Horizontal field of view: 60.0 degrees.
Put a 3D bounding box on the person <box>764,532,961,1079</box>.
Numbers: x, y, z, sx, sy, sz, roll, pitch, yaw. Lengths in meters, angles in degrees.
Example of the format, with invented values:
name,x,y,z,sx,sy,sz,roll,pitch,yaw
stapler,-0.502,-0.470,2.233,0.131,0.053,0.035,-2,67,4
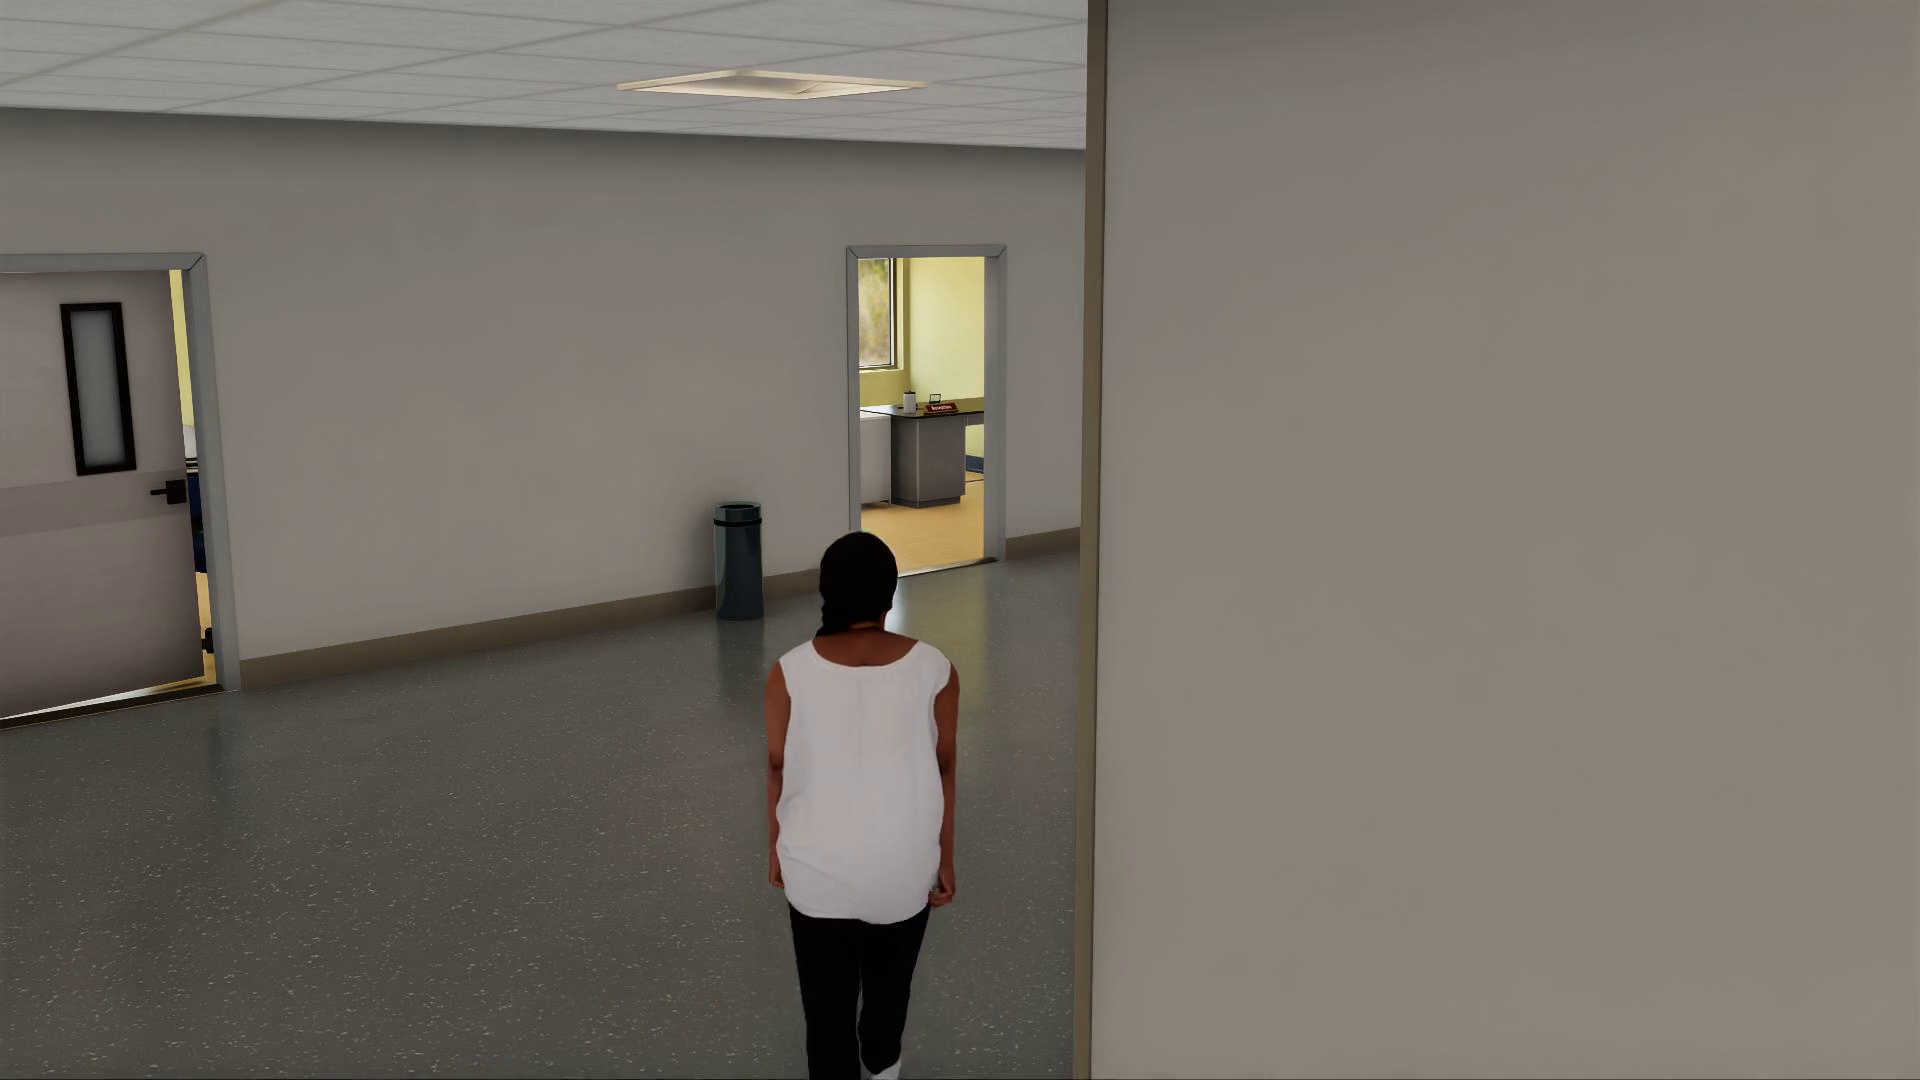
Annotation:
name,x,y,z,sx,sy,sz,roll,pitch,yaw
person,-0.269,0.831,4.293,1.110,1.655,1.097,-1,11,-4
